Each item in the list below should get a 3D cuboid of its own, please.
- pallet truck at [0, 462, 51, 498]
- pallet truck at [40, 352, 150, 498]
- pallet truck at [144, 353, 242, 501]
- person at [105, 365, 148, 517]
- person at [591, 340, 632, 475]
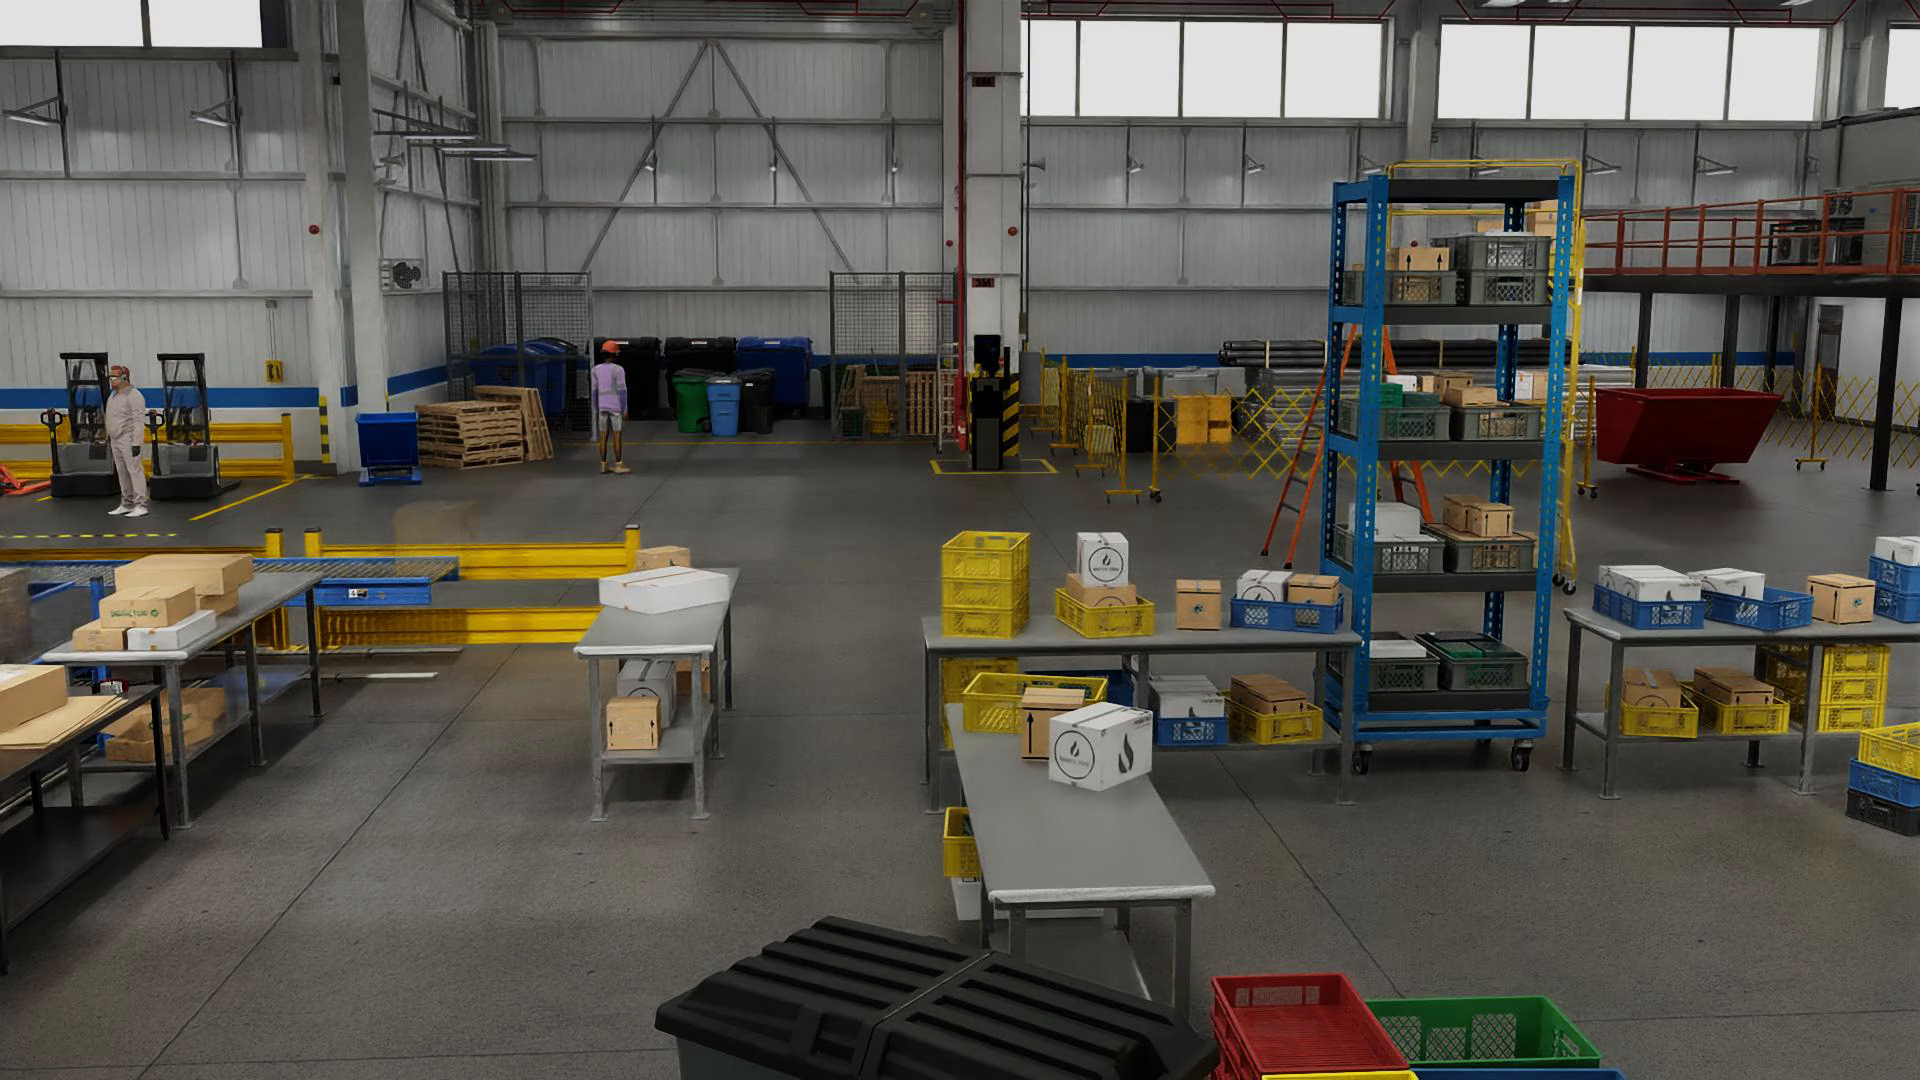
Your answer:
[{"bbox_3d":[-13.193,-1.293,23.148,0.653,1.274,1.630,-1,9,-4],"label":"pallet truck"},{"bbox_3d":[-11.907,-1.642,23.165,0.823,1.965,1.885,0,9,0],"label":"pallet truck"},{"bbox_3d":[-10.520,-1.604,22.925,0.823,1.965,1.885,-1,9,-6],"label":"pallet truck"},{"bbox_3d":[-10.513,-1.241,20.927,0.641,1.909,0.409,6,11,34],"label":"person"},{"bbox_3d":[-5.311,-2.015,25.356,0.605,2.045,0.378,4,10,24],"label":"person"}]
